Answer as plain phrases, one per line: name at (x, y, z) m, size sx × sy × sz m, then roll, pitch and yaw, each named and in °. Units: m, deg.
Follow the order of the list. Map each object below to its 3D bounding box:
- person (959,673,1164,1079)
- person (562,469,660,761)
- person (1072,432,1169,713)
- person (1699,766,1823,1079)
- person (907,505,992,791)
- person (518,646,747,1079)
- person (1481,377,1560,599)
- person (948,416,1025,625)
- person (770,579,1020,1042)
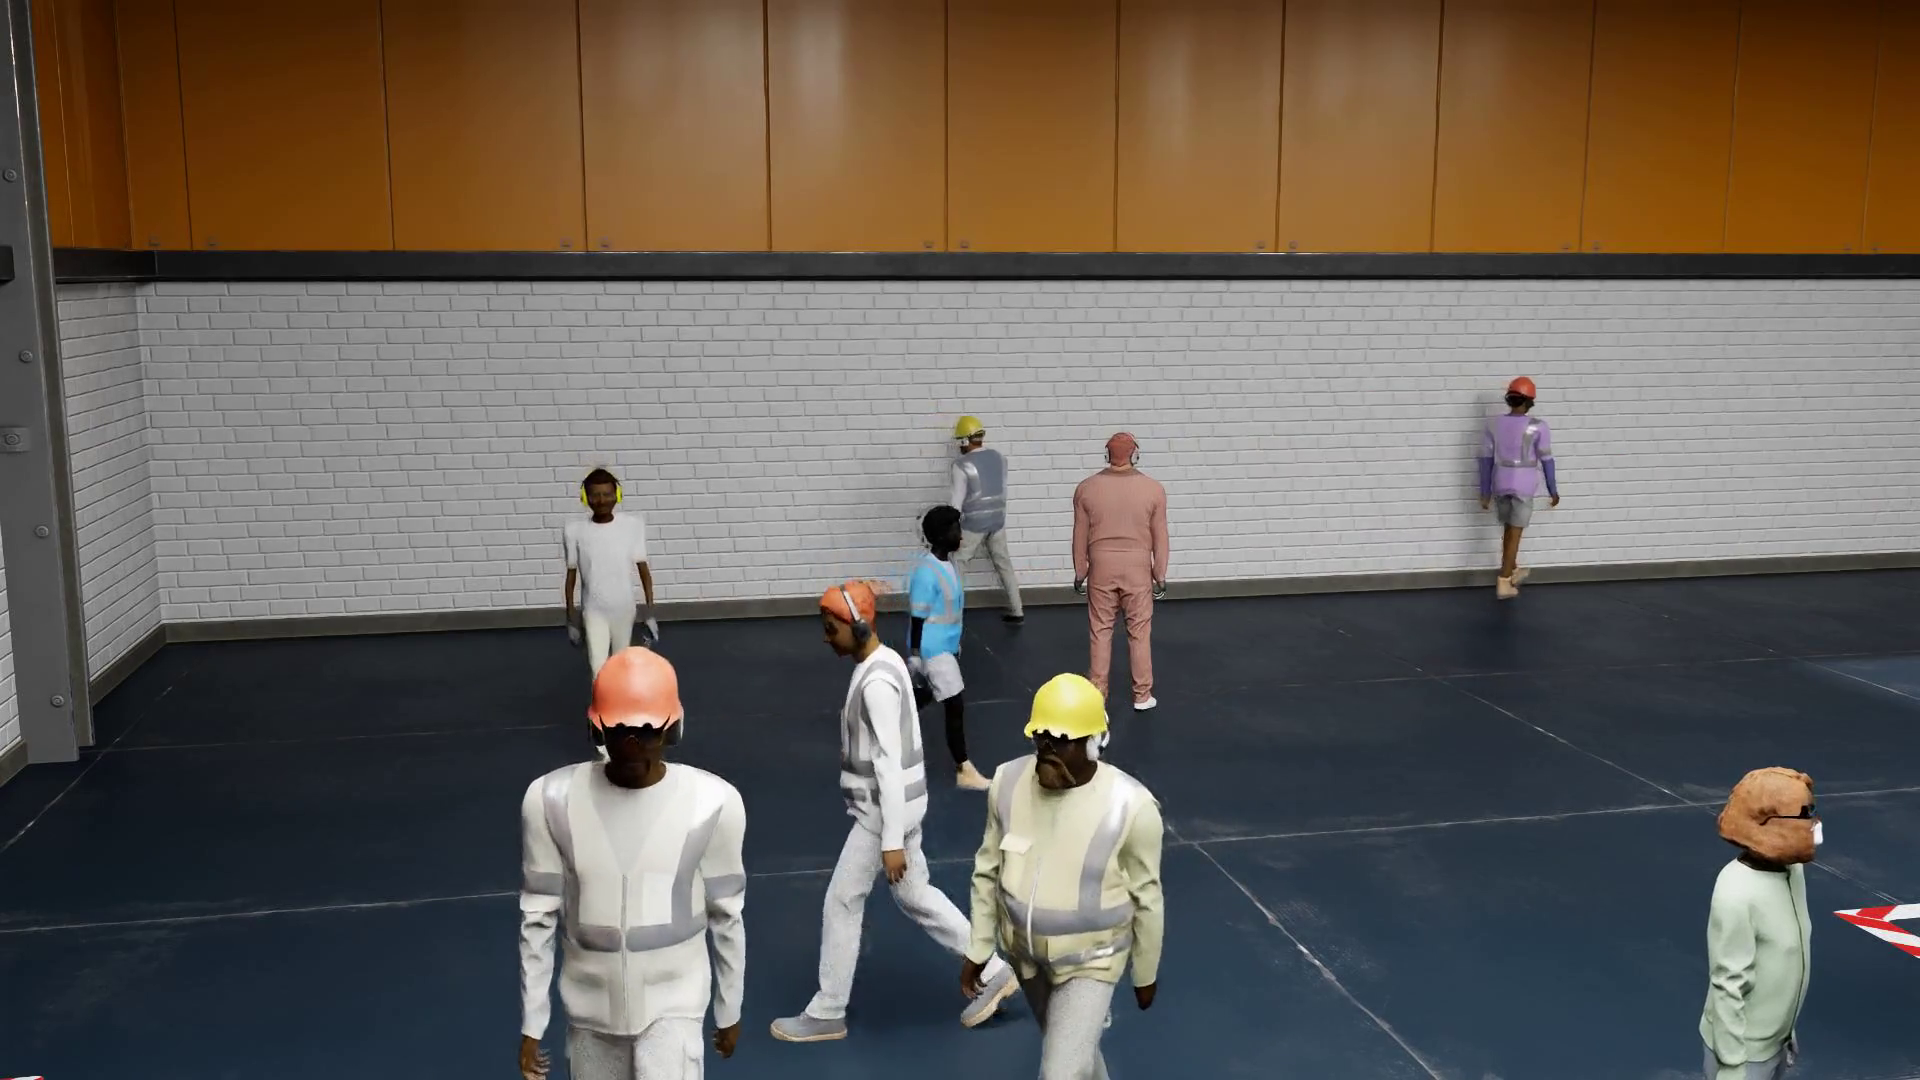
person at (0.332, 1.273, 5.219) m, size 0.585 × 1.790 × 0.946 m, roll 7°, pitch 11°, yaw 35°
person at (-2.096, 0.473, 9.989) m, size 0.516 × 1.819 × 0.991 m, roll -4°, pitch 10°, yaw -22°
person at (1.089, 0.217, 11.270) m, size 0.652 × 1.904 × 0.402 m, roll 2°, pitch 9°, yaw 10°
person at (2.241, 1.430, 4.688) m, size 0.277 × 1.636 × 0.507 m, roll 8°, pitch 13°, yaw 42°
person at (-0.206, 0.609, 9.637) m, size 0.843 × 1.664 × 0.532 m, roll 2°, pitch 10°, yaw 13°
person at (-0.896, 1.245, 4.684) m, size 0.613 × 2.011 × 0.909 m, roll 0°, pitch 9°, yaw -2°
person at (5.172, -0.486, 15.261) m, size 0.888 × 2.008 × 0.621 m, roll -8°, pitch 12°, yaw -40°
person at (0.111, -0.135, 13.845) m, size 0.745 × 1.782 × 0.521 m, roll -8°, pitch 12°, yaw -39°
person at (-0.223, 1.048, 6.439) m, size 0.958 × 1.838 × 0.650 m, roll 0°, pitch 9°, yaw -1°
